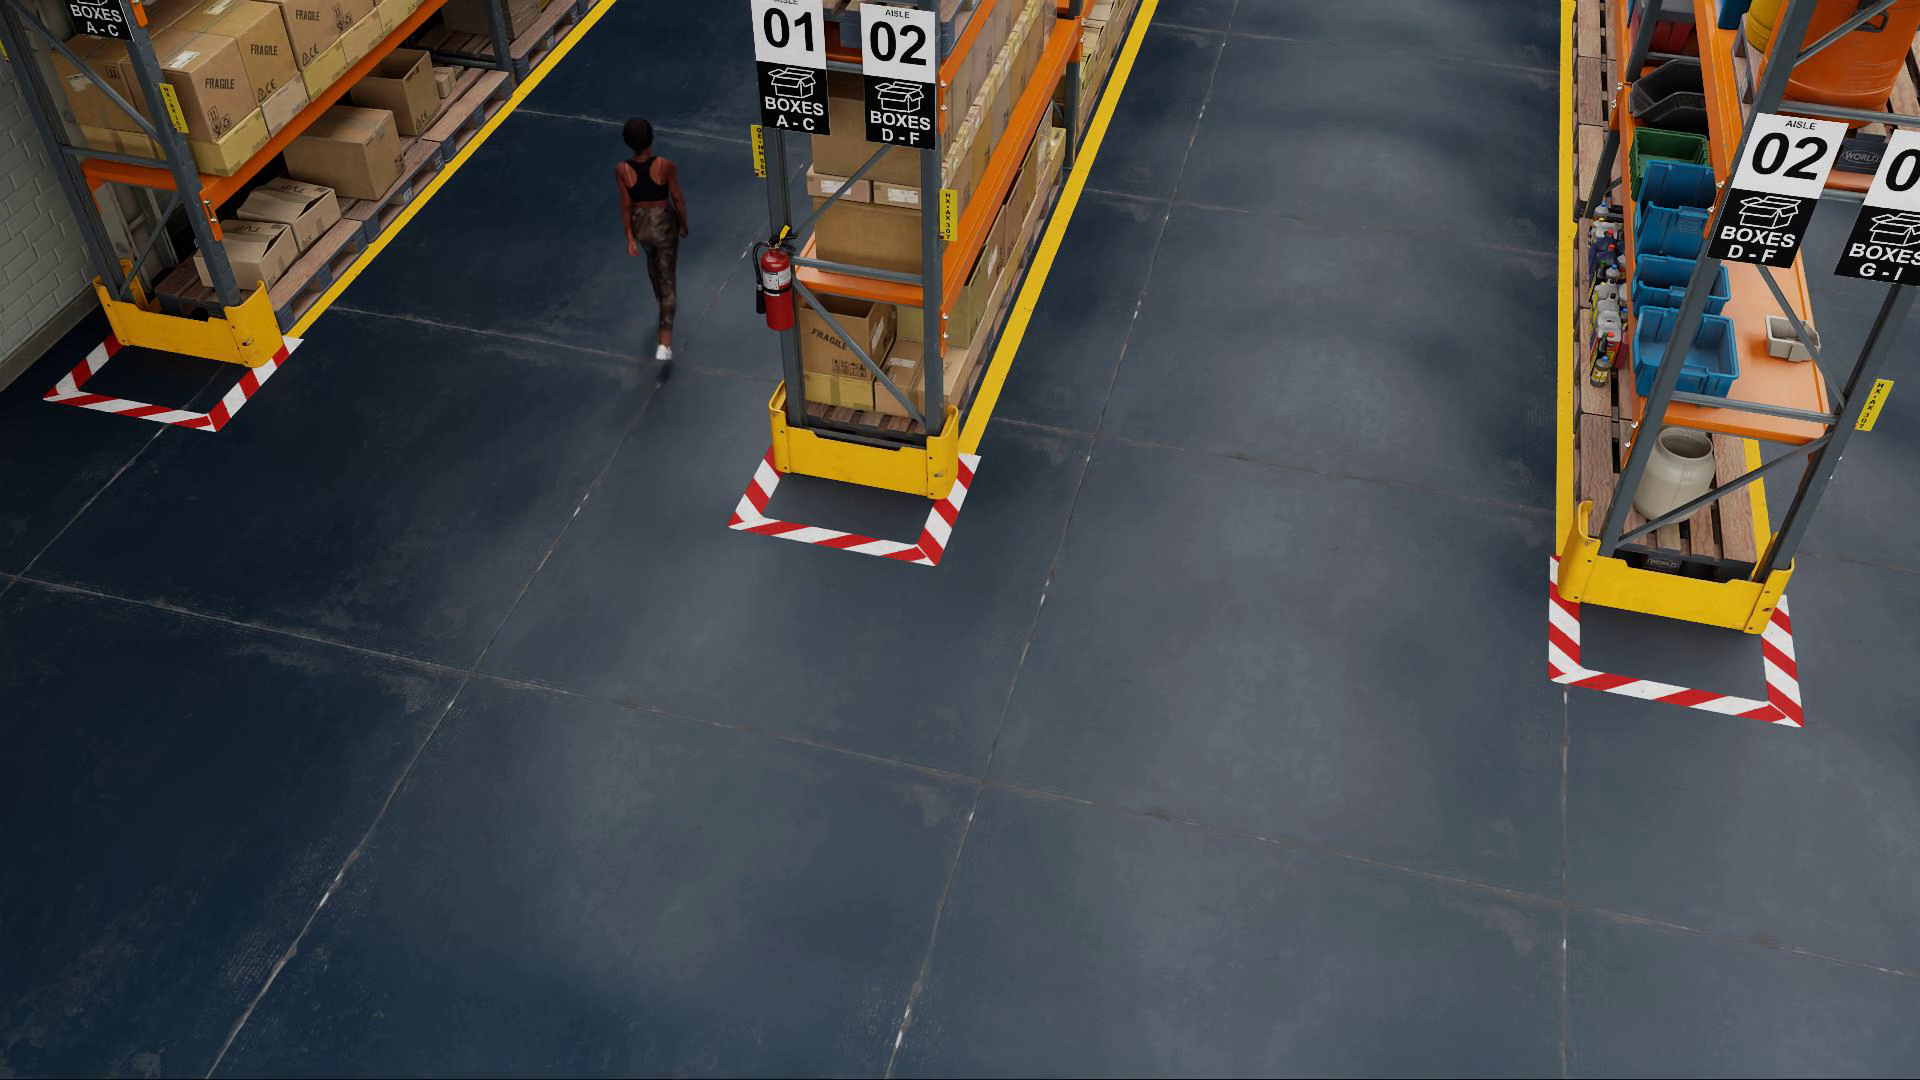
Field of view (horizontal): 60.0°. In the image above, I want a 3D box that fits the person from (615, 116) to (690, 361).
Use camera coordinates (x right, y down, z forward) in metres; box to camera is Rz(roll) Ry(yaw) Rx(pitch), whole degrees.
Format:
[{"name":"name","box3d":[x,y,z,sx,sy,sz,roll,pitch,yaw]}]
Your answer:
[{"name":"person","box3d":[-2.042,-1.997,11.169,0.772,1.654,1.239,1,43,1]}]
